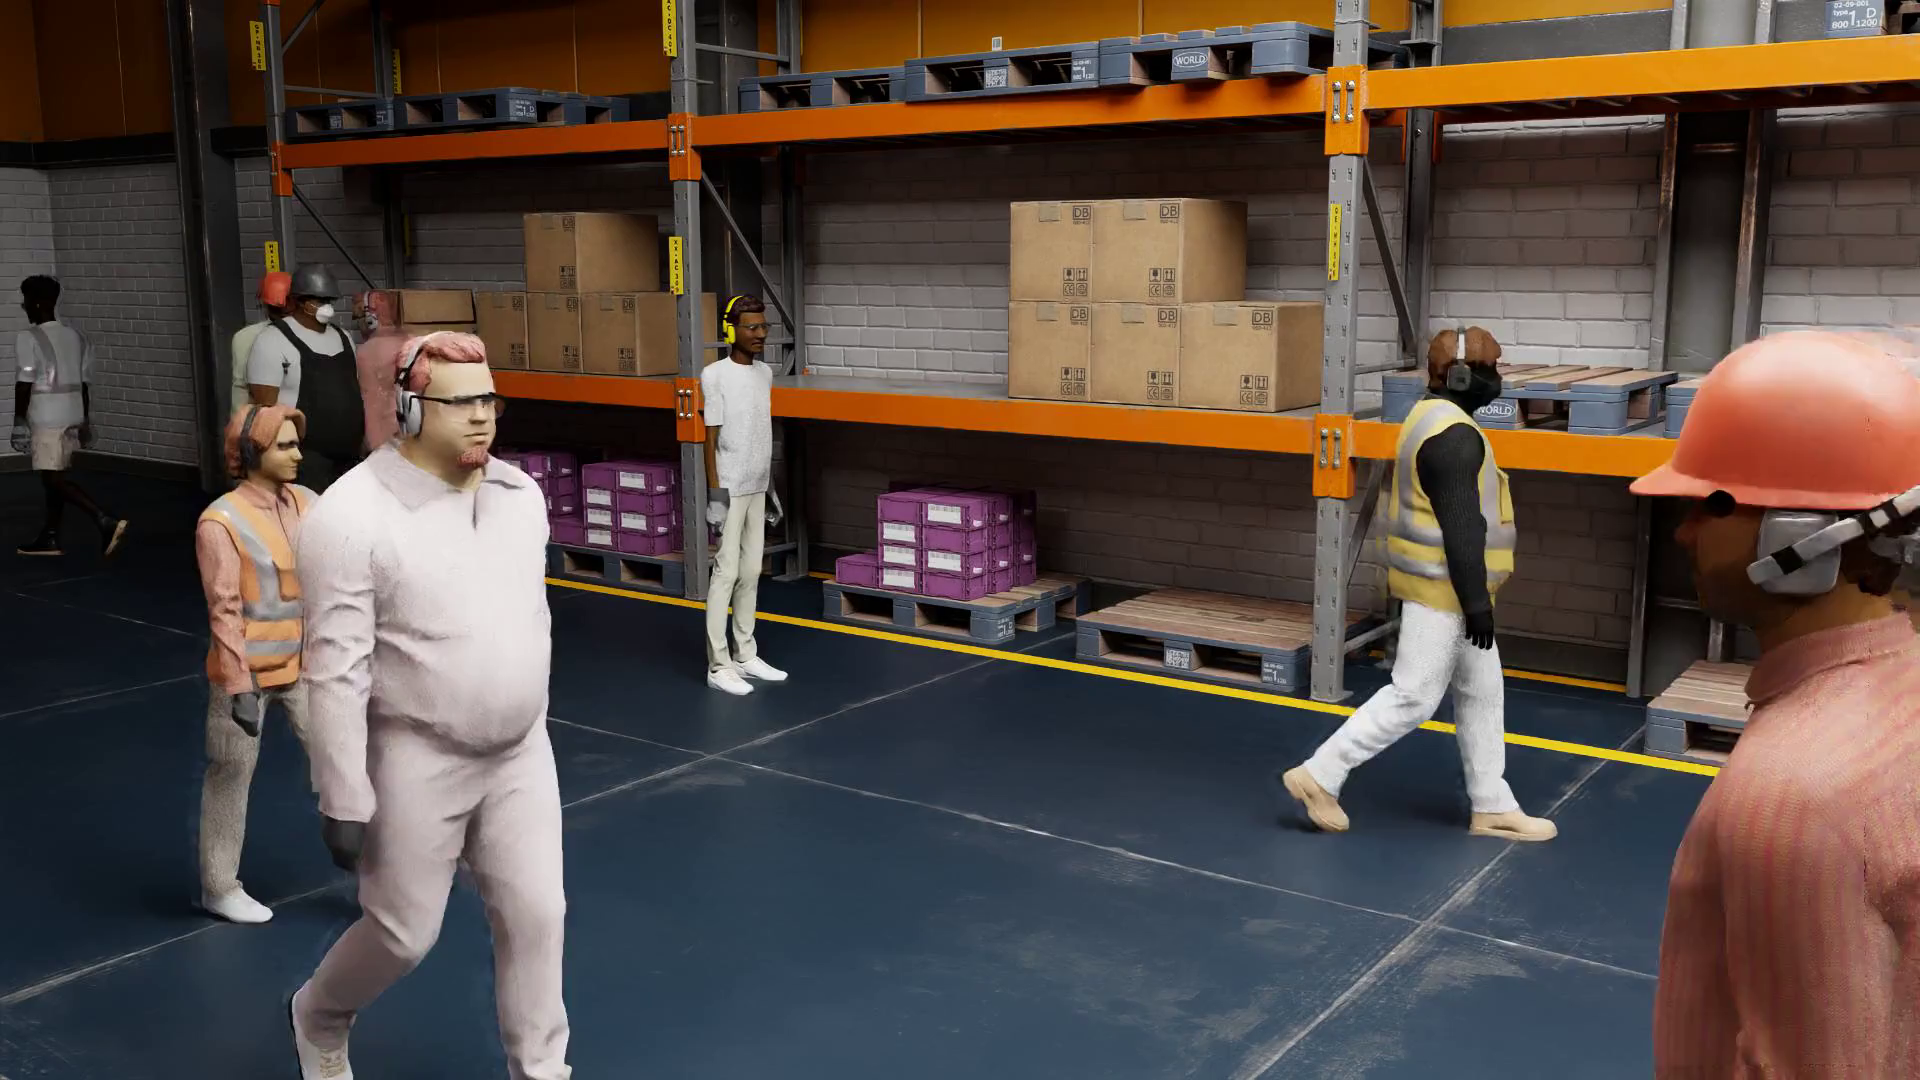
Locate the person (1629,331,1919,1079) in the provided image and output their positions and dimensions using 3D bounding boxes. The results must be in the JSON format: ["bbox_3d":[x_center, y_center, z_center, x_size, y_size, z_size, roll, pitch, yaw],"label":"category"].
[{"bbox_3d":[0.884,0.737,1.938,0.633,1.937,1.021,-9,13,-43],"label":"person"}]

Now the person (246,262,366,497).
[{"bbox_3d":[-3.637,-0.571,9.441,0.539,2.000,0.684,4,10,21],"label":"person"}]

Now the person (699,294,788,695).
[{"bbox_3d":[-1.018,-0.220,7.860,0.325,1.871,0.516,5,11,28],"label":"person"}]

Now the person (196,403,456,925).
[{"bbox_3d":[-1.971,0.399,4.942,0.851,1.594,0.543,3,10,17],"label":"person"}]

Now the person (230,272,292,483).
[{"bbox_3d":[-4.221,-0.717,10.578,0.925,1.940,0.647,7,12,36],"label":"person"}]

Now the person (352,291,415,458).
[{"bbox_3d":[-3.408,-0.591,10.153,1.007,1.855,0.663,5,11,26],"label":"person"}]

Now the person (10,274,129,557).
[{"bbox_3d":[-6.074,-0.825,11.269,0.855,1.942,0.609,1,10,6],"label":"person"}]

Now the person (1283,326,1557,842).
[{"bbox_3d":[1.615,0.165,5.765,0.893,1.815,0.619,3,10,15],"label":"person"}]

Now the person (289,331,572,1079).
[{"bbox_3d":[-1.186,0.471,3.734,0.847,1.880,0.648,6,12,34],"label":"person"}]
